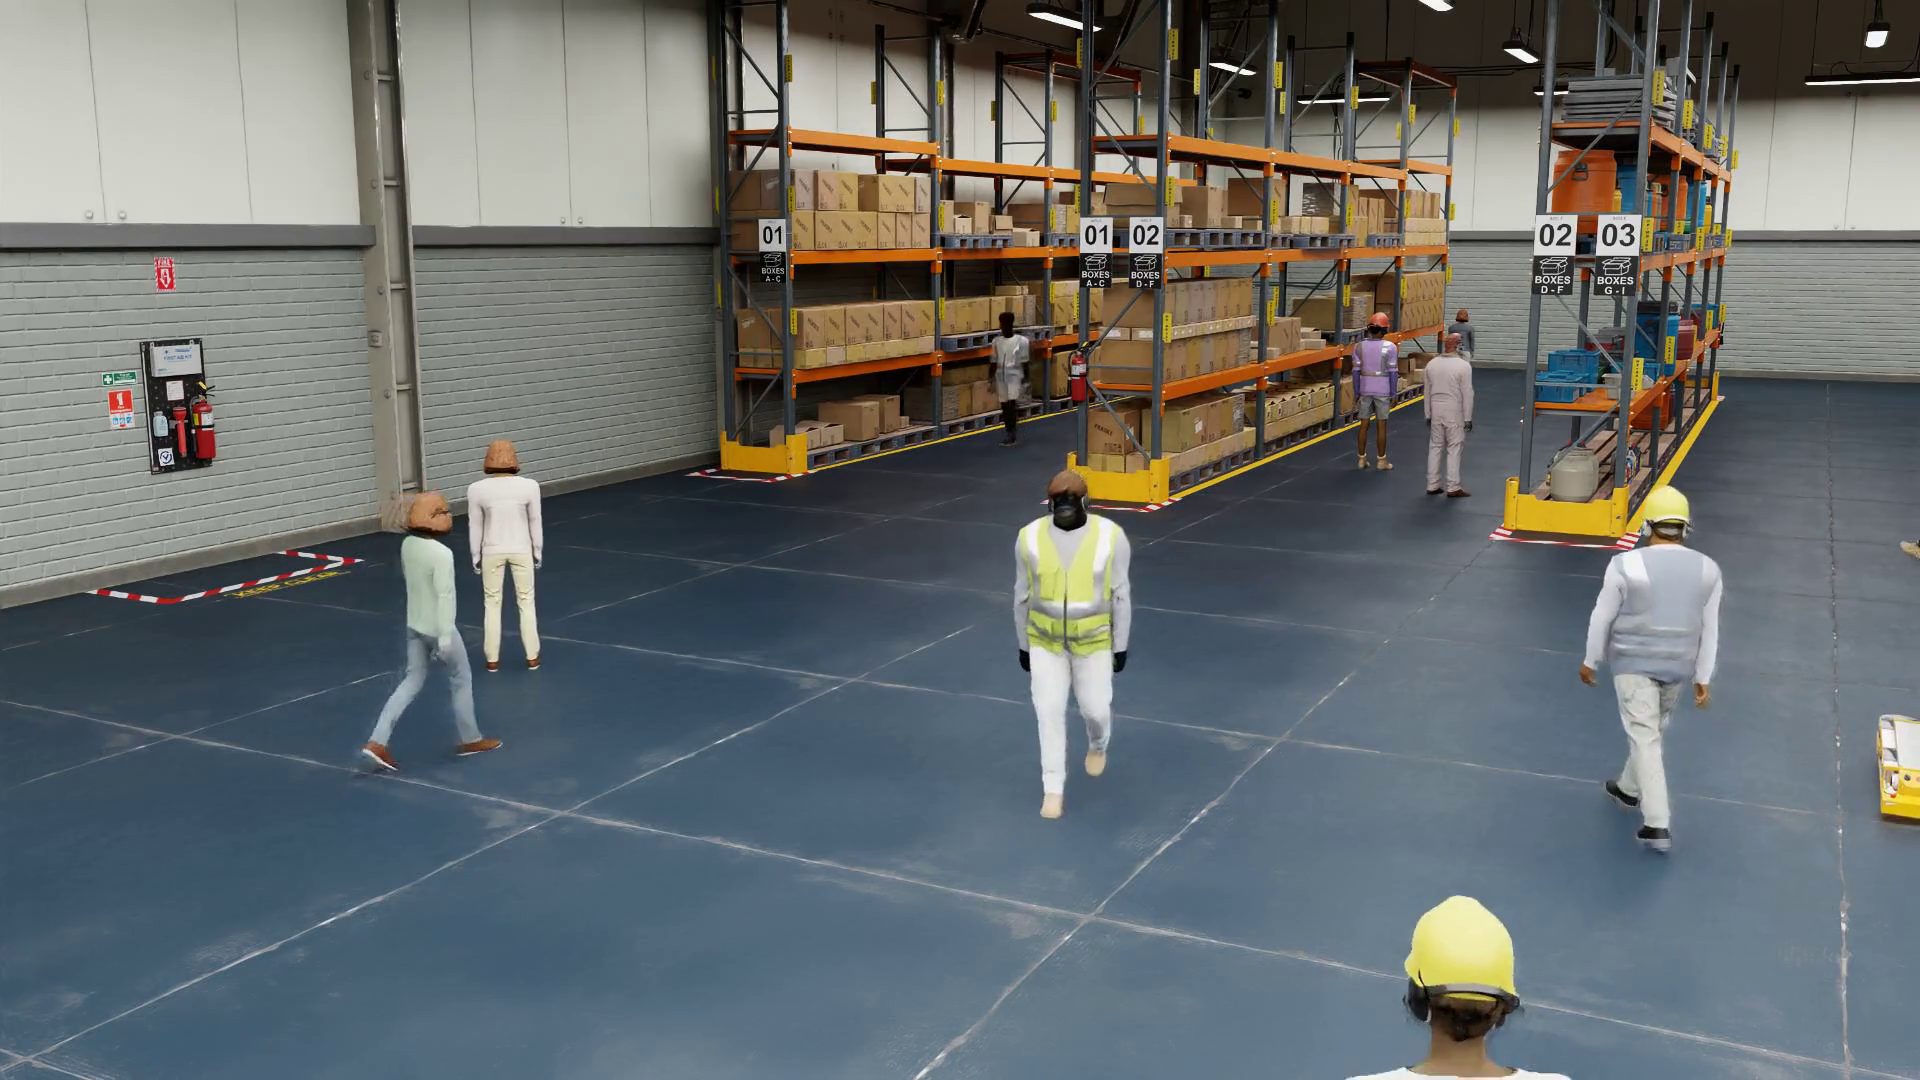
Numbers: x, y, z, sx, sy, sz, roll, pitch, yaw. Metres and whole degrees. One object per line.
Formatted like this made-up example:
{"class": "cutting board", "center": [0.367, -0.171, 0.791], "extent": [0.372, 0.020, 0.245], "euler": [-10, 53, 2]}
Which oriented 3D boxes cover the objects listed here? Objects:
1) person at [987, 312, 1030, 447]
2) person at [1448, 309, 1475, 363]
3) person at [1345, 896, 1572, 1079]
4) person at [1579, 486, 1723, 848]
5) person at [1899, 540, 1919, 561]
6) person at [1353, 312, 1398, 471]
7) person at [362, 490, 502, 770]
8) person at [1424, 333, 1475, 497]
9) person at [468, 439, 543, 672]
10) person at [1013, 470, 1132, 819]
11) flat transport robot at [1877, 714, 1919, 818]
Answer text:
{"class": "person", "center": [0.663, -2.292, 23.840], "extent": [0.631, 1.941, 0.610], "euler": [7, 12, 32]}
{"class": "person", "center": [9.545, -3.574, 31.686], "extent": [0.499, 1.633, 0.285], "euler": [4, 11, 21]}
{"class": "person", "center": [0.973, 1.563, 3.350], "extent": [0.536, 1.750, 0.398], "euler": [1, 10, 4]}
{"class": "person", "center": [3.501, 0.615, 8.432], "extent": [0.585, 1.790, 0.930], "euler": [-1, 10, -6]}
{"class": "person", "center": [9.154, -0.567, 15.233], "extent": [0.540, 1.647, 0.881], "euler": [-3, 11, -15]}
{"class": "person", "center": [5.376, -1.913, 21.512], "extent": [0.605, 2.044, 0.375], "euler": [8, 13, 36]}
{"class": "person", "center": [-3.063, 0.509, 9.510], "extent": [0.507, 1.600, 0.815], "euler": [9, 13, 39]}
{"class": "person", "center": [5.717, -1.453, 19.382], "extent": [0.402, 1.904, 0.652], "euler": [-7, 13, -35]}
{"class": "person", "center": [-3.168, 0.108, 11.641], "extent": [0.501, 1.624, 0.294], "euler": [-3, 11, -14]}
{"class": "person", "center": [0.601, 0.517, 8.864], "extent": [0.630, 1.829, 0.660], "euler": [2, 11, 11]}
{"class": "flat transport robot", "center": [5.411, 1.248, 9.111], "extent": [0.652, 0.197, 1.431], "euler": [5, 12, 27]}
